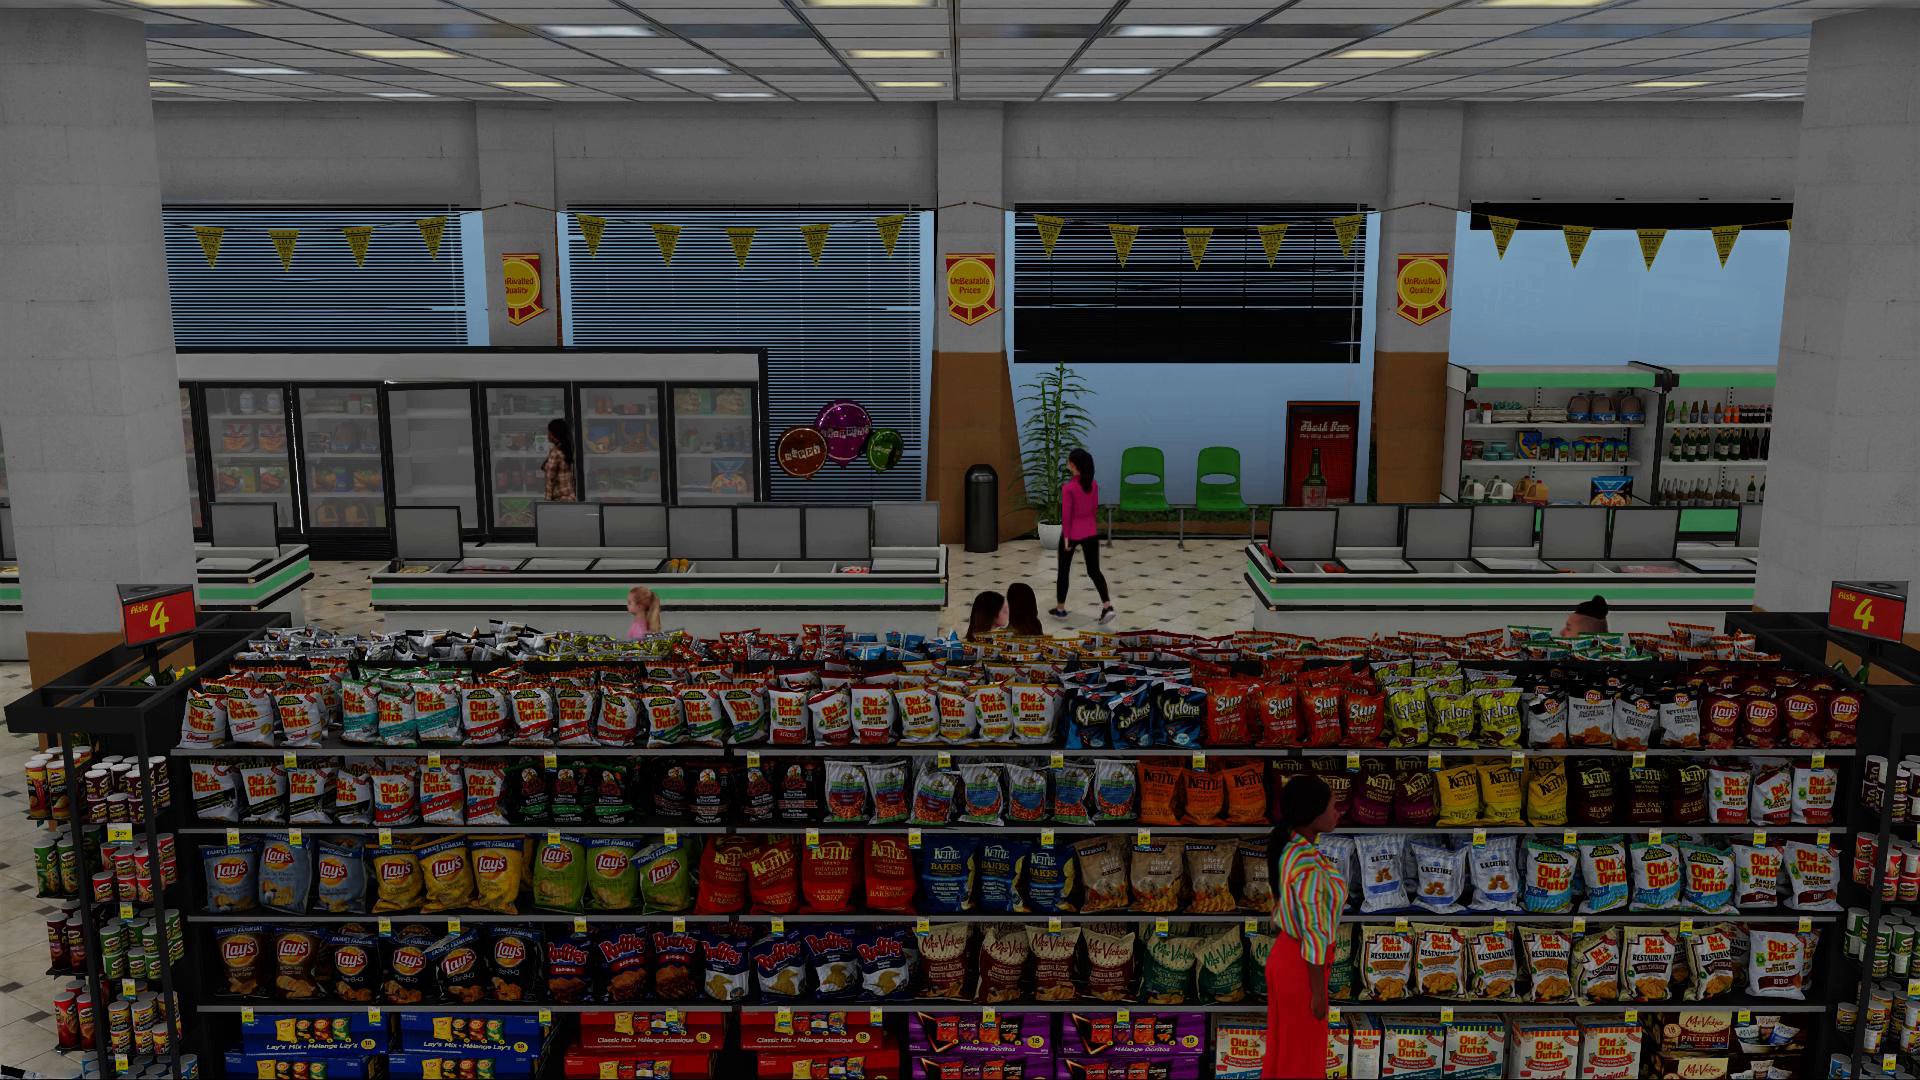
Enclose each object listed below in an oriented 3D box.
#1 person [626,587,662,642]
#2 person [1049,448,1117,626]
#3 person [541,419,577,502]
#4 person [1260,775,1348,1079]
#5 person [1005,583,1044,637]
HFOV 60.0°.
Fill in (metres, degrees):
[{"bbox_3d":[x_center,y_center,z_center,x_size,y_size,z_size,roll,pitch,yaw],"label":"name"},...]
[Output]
[{"bbox_3d":[-2.248,0.951,12.012,0.791,1.259,0.499,0,12,1],"label":"person"},{"bbox_3d":[1.178,-0.007,15.555,1.090,1.673,0.967,-6,13,-27],"label":"person"},{"bbox_3d":[-3.961,-0.319,16.804,1.041,1.770,0.664,2,12,8],"label":"person"},{"bbox_3d":[1.358,1.798,6.692,0.565,1.793,0.620,-2,12,-8],"label":"person"},{"bbox_3d":[0.405,1.009,11.210,0.649,1.475,0.654,6,14,28],"label":"person"}]
